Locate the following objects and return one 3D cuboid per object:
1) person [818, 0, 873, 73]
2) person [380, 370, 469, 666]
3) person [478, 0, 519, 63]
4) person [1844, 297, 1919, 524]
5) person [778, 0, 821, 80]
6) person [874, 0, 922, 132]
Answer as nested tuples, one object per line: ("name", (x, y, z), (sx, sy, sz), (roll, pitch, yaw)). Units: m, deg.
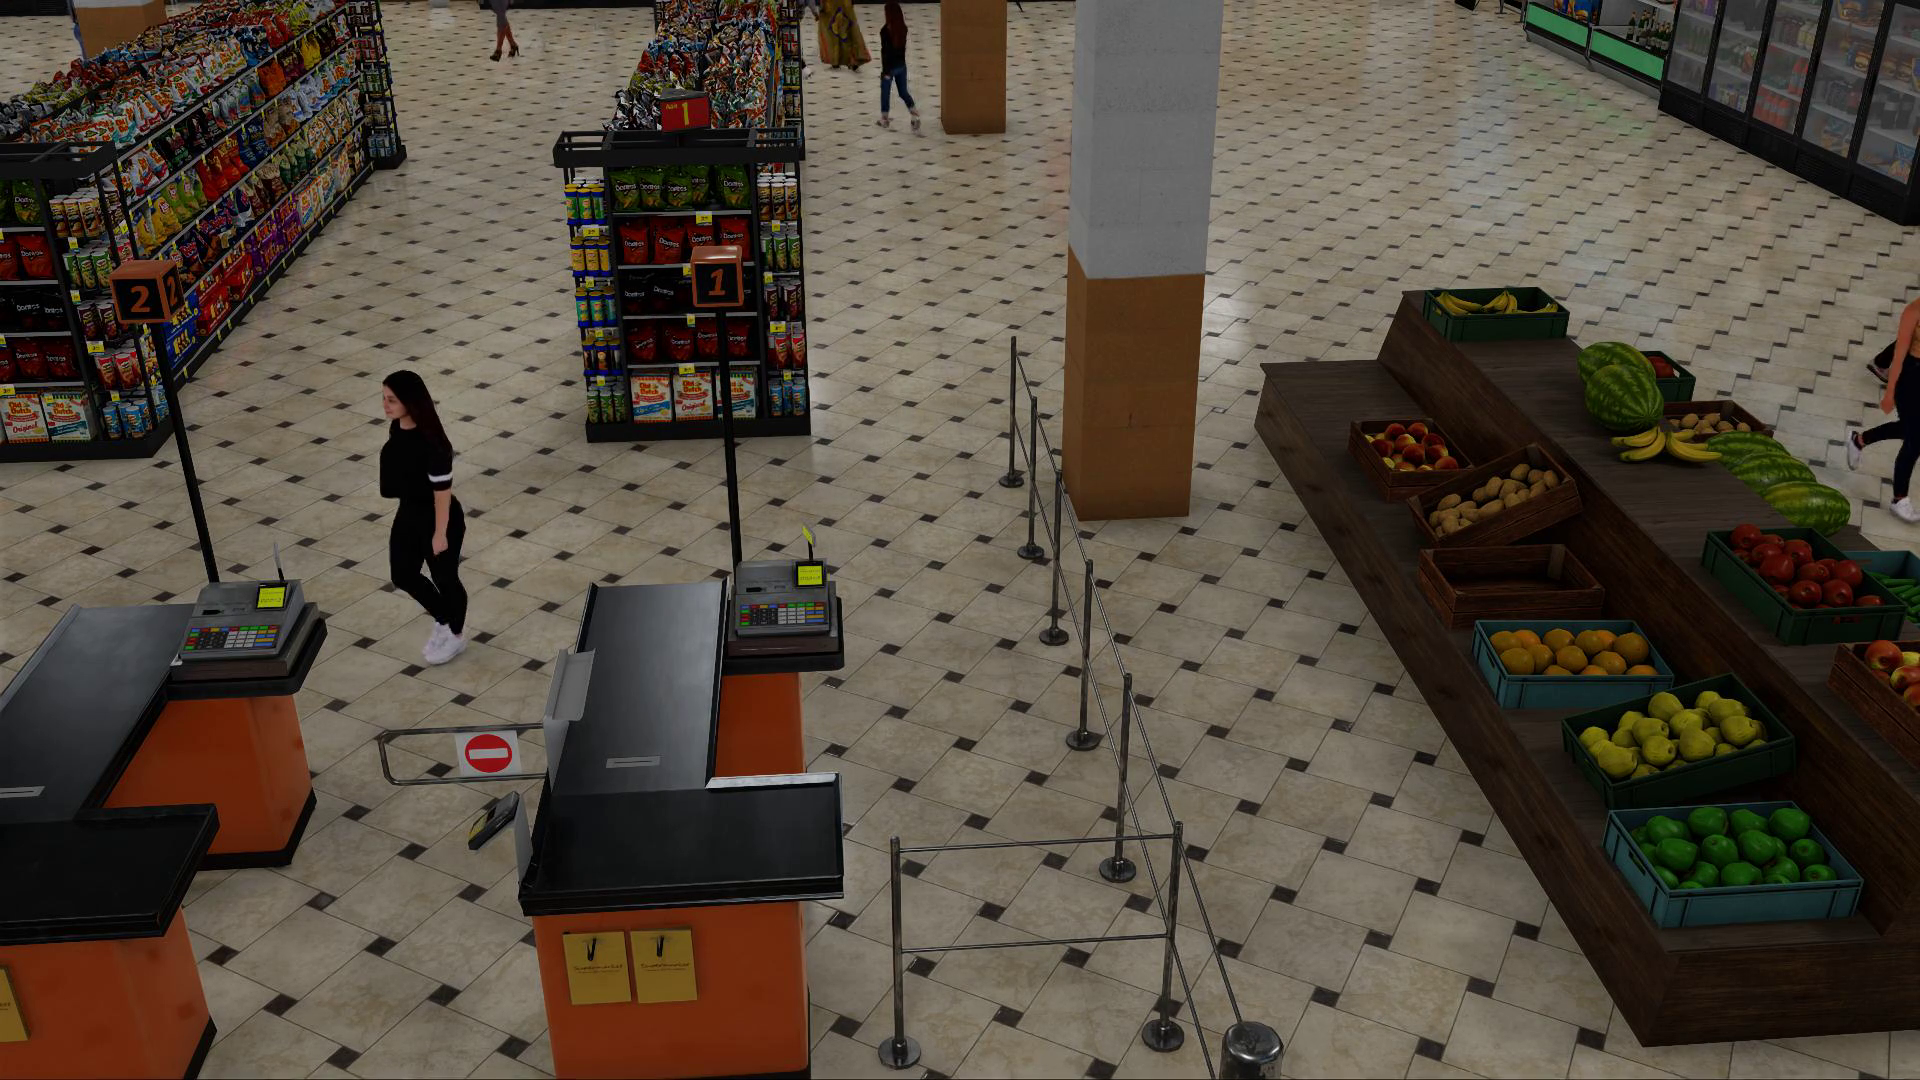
("person", (-1.684, -7.096, 22.243), (0.980, 1.614, 1.256), (-9, 28, -18))
("person", (-2.644, -0.127, 8.482), (0.717, 1.630, 0.770), (19, 33, 33))
("person", (-6.305, -7.482, 22.862), (0.870, 1.742, 1.143), (9, 28, 17))
("person", (5.791, -0.961, 10.154), (0.650, 1.605, 1.031), (-5, 27, -10))
("person", (-2.252, -6.940, 21.814), (1.041, 1.723, 1.249), (-20, 33, -34))
("person", (-0.700, -5.437, 19.143), (0.886, 1.458, 1.020), (-21, 33, -35))
